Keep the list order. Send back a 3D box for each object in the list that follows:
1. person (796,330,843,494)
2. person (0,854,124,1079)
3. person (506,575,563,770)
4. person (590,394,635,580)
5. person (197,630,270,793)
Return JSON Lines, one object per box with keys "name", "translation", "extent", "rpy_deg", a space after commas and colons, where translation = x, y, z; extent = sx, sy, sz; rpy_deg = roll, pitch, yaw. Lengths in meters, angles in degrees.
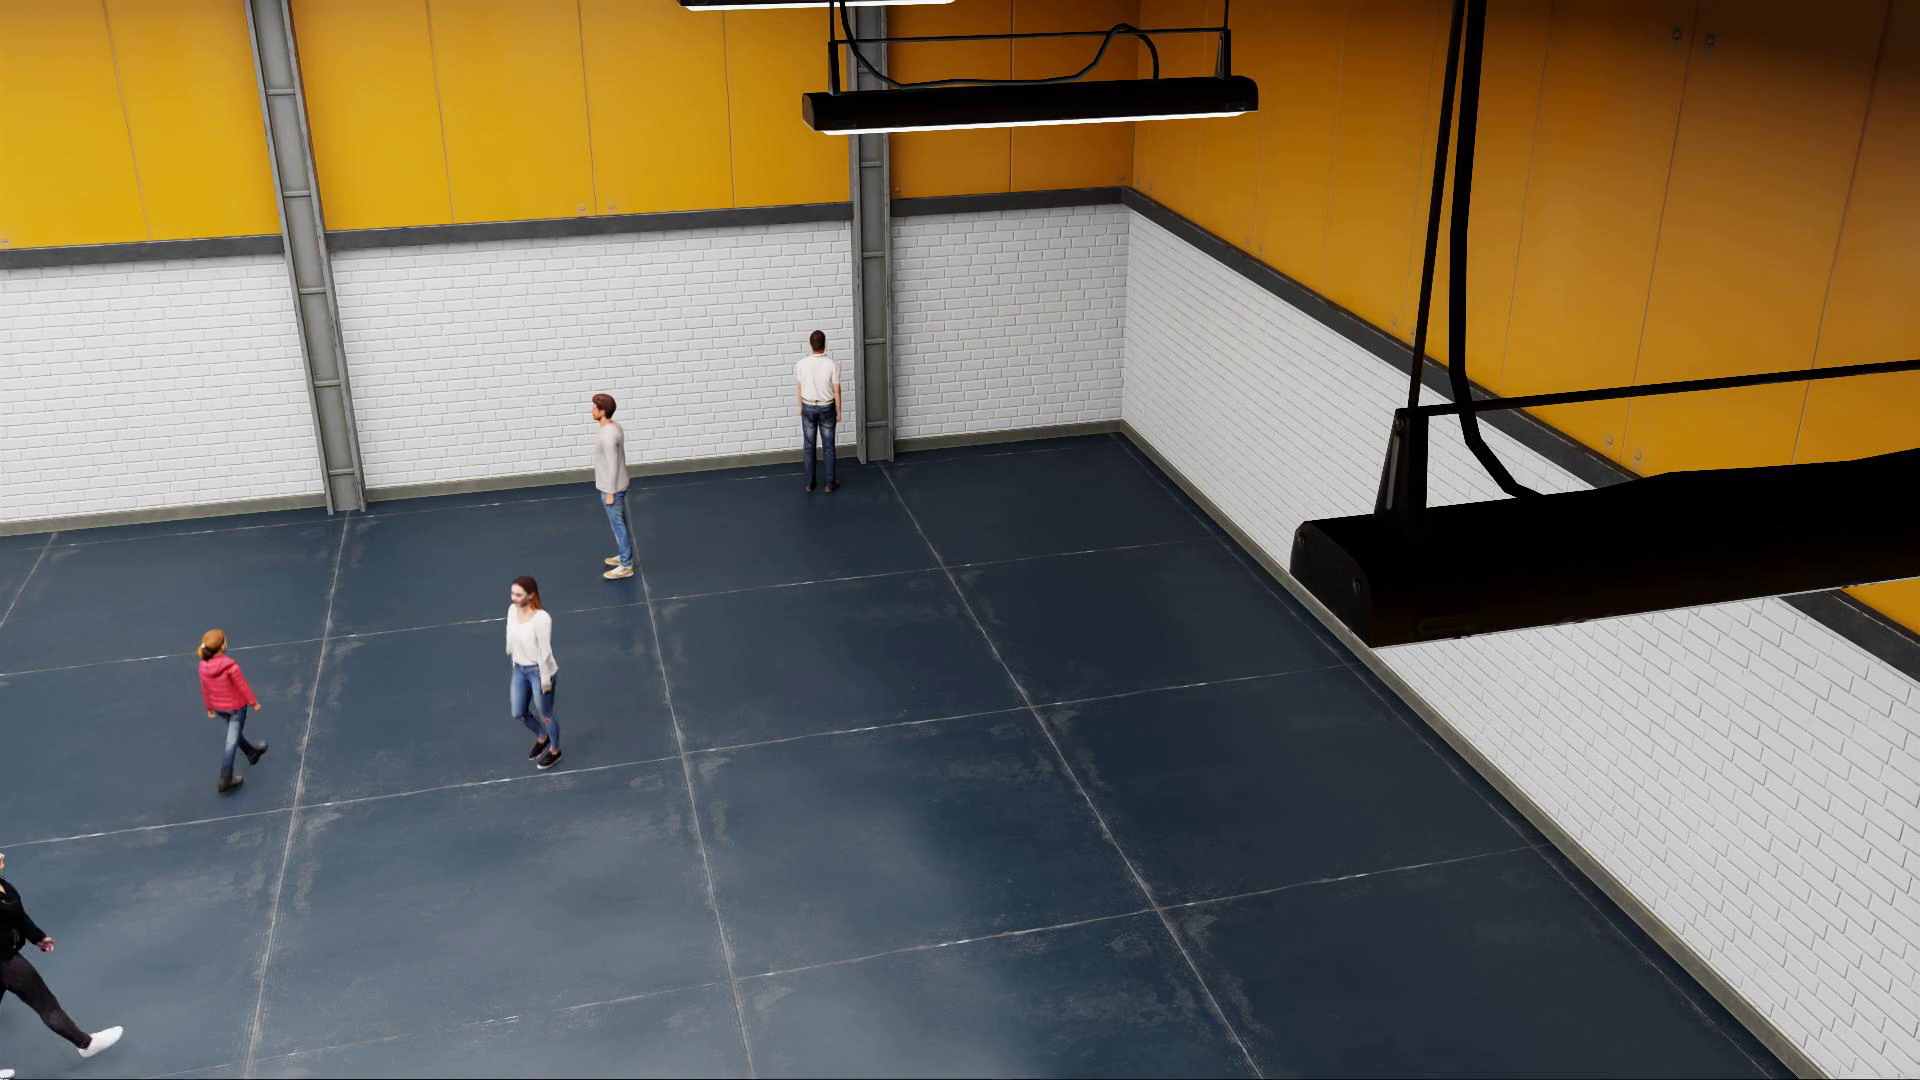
{"name": "person", "translation": [-1.590, -1.442, 18.659], "extent": [0.622, 1.850, 0.781], "rpy_deg": [2, 24, 4]}
{"name": "person", "translation": [-5.766, 2.541, 9.811], "extent": [1.176, 1.640, 0.821], "rpy_deg": [-14, 27, -29]}
{"name": "person", "translation": [-3.324, 1.027, 13.225], "extent": [0.733, 1.679, 0.786], "rpy_deg": [14, 27, 29]}
{"name": "person", "translation": [-3.446, -0.548, 16.551], "extent": [0.599, 1.902, 0.697], "rpy_deg": [-3, 24, -7]}
{"name": "person", "translation": [-5.740, 1.345, 12.984], "extent": [0.885, 1.290, 0.885], "rpy_deg": [9, 25, 19]}
